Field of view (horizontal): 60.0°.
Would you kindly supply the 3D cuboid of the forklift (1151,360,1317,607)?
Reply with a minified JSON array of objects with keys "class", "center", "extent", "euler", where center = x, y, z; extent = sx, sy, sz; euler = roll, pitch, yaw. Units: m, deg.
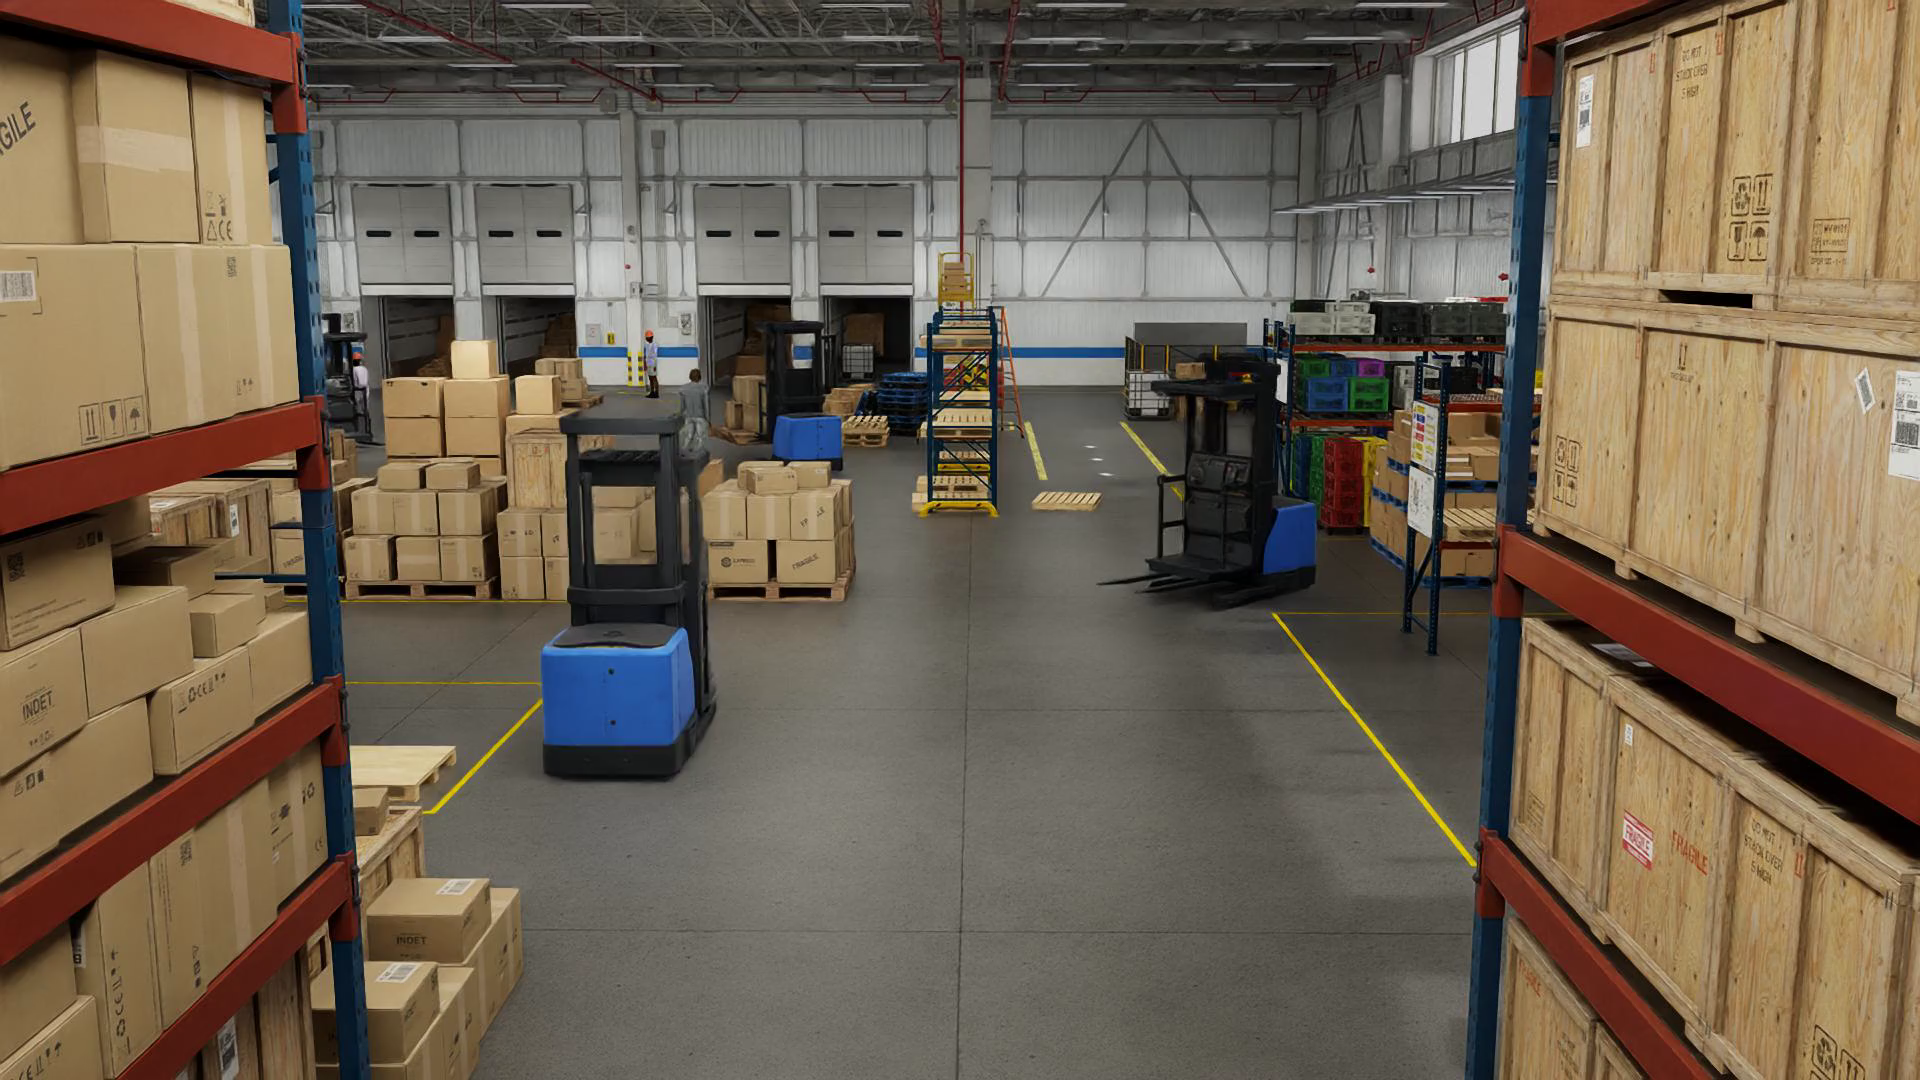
[{"class":"forklift","center":[3.375,-0.756,20.061],"extent":[1.873,2.768,1.129],"euler":[-8,13,-40]}]

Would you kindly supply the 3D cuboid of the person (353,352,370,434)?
[{"class":"person","center":[-13.515,-3.251,37.252],"extent":[0.791,1.904,0.562],"euler":[5,11,28]}]

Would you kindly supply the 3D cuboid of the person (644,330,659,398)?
[{"class":"person","center":[-8.776,-4.986,47.214],"extent":[0.389,1.930,0.544],"euler":[-8,12,-37]}]

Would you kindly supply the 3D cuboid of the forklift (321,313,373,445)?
[{"class":"forklift","center":[-13.638,-3.434,35.516],"extent":[1.873,2.768,1.129],"euler":[8,13,39]}]

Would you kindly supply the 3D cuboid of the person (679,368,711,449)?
[{"class":"person","center":[-5.053,-2.316,31.805],"extent":[0.628,1.931,0.358],"euler":[2,10,14]}]

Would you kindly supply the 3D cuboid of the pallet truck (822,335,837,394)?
[{"class":"pallet truck","center":[-3.021,-4.312,43.126],"extent":[1.885,1.965,0.823],"euler":[3,10,17]}]

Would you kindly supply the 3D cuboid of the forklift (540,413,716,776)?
[{"class":"forklift","center":[-2.736,0.356,13.650],"extent":[1.129,2.768,1.873],"euler":[0,10,1]}]

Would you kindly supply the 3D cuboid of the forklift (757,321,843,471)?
[{"class":"forklift","center":[-3.030,-2.731,31.456],"extent":[1.129,2.768,1.873],"euler":[-5,11,-25]}]
